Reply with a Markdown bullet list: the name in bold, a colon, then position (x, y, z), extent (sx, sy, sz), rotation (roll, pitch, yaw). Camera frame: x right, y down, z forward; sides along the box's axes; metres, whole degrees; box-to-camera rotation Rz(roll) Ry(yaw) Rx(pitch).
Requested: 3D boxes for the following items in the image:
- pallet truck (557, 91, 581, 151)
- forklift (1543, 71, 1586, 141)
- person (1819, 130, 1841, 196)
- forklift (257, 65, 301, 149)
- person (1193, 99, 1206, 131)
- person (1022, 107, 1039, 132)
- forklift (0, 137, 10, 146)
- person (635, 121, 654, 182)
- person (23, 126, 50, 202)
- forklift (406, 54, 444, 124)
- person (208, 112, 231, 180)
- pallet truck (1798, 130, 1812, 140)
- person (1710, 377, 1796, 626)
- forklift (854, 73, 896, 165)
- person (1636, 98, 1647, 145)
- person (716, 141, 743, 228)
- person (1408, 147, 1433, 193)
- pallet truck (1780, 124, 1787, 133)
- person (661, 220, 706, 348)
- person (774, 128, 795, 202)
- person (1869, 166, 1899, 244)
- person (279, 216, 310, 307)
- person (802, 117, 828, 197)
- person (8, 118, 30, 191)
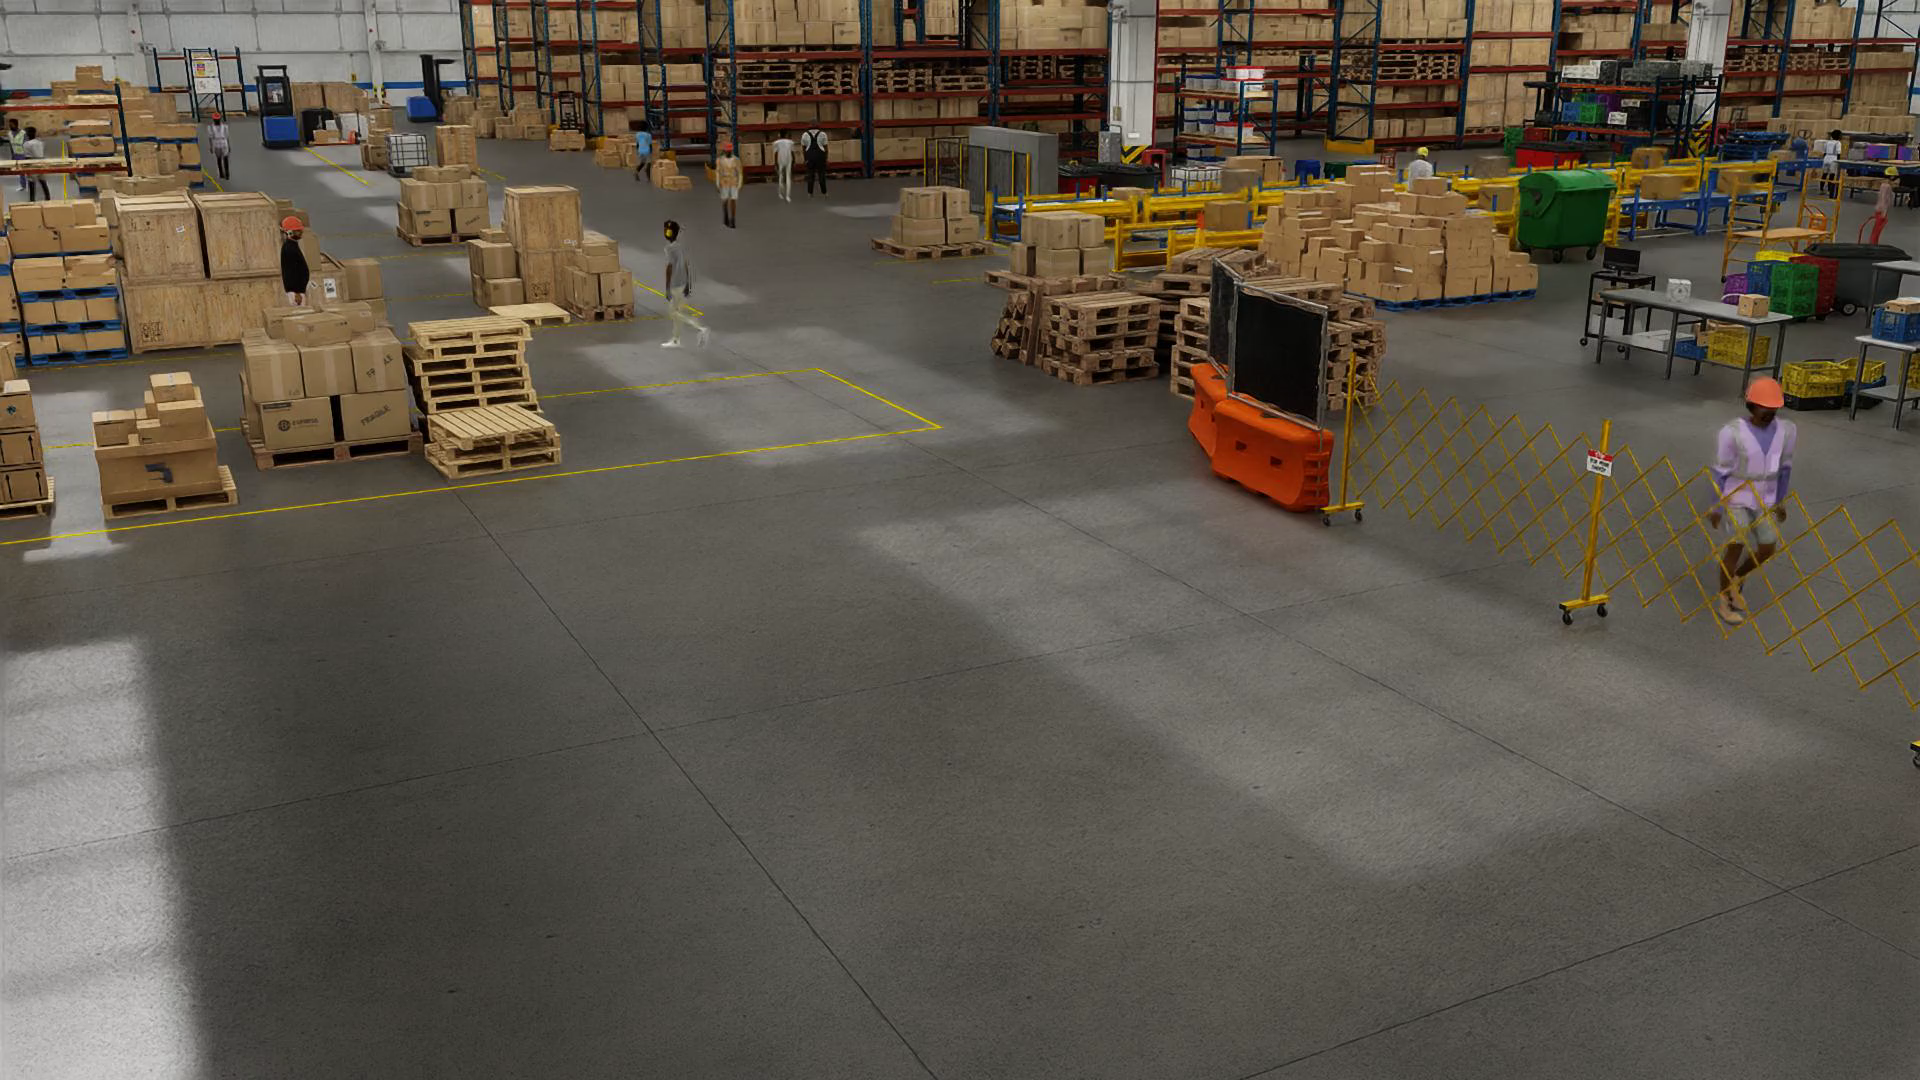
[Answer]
- **pallet truck**: position (-13.495, -14.412, 57.188), extent (0.823, 1.965, 1.885), rotation (-3, 18, -9)
- **forklift**: position (18.685, -13.231, 52.085), extent (1.873, 2.768, 1.129), rotation (-9, 20, -26)
- **person**: position (22.790, -9.864, 43.501), extent (0.320, 1.692, 0.531), rotation (-7, 19, -20)
- **forklift**: position (-23.798, -15.108, 57.934), extent (1.129, 2.768, 1.873), rotation (-9, 20, -26)
- **person**: position (8.734, -15.357, 60.728), extent (0.511, 1.625, 0.408), rotation (1, 18, 3)
- **person**: position (2.261, -13.087, 53.542), extent (0.540, 1.695, 0.317), rotation (6, 19, 18)
- **forklift**: position (-34.698, -15.445, 58.987), extent (1.873, 2.768, 1.129), rotation (4, 18, 12)
- **person**: position (-8.881, -10.891, 46.719), extent (0.541, 1.686, 0.468), rotation (10, 20, 28)
- **person**: position (-22.838, -9.217, 41.065), extent (0.444, 1.957, 0.653), rotation (7, 19, 22)
- **forklift**: position (-22.481, -19.104, 70.392), extent (1.873, 2.768, 1.129), rotation (-9, 20, -26)
- **person**: position (-21.259, -11.330, 47.758), extent (0.557, 1.901, 0.957), rotation (-9, 20, -25)
- **pallet truck**: position (25.526, -11.556, 49.408), extent (1.630, 1.274, 0.653), rotation (-9, 20, -26)
- **person**: position (6.255, -0.305, 13.156), extent (0.638, 2.023, 0.447), rotation (-1, 18, -4)
- **forklift**: position (-2.284, -13.092, 51.651), extent (1.873, 2.768, 1.129), rotation (-9, 20, -26)
- **person**: position (22.373, -13.451, 54.332), extent (0.763, 1.913, 0.639), rotation (-3, 18, -9)
- **person**: position (-5.120, -7.907, 37.027), extent (0.570, 1.922, 0.404), rotation (-5, 18, -15)
- **person**: position (10.212, -7.833, 37.012), extent (0.896, 1.796, 0.589), rotation (-10, 21, -29)
- **pallet truck**: position (25.206, -12.542, 52.601), extent (1.601, 1.201, 0.680), rotation (0, 18, -2)
- **person**: position (-4.015, -3.650, 23.875), extent (0.664, 1.853, 0.534), rotation (5, 18, 15)
- **person**: position (-4.456, -9.545, 42.317), extent (0.534, 1.816, 0.997), rotation (-2, 18, -7)
- **person**: position (18.208, -6.463, 32.780), extent (0.331, 1.768, 0.527), rotation (9, 20, 25)
- **person**: position (-9.217, -3.497, 23.161), extent (0.379, 1.996, 0.611), rotation (-5, 19, -16)
- **person**: position (-3.739, -9.927, 43.134), extent (0.682, 2.000, 0.537), rotation (1, 18, 2)
- **person**: position (-25.127, -10.305, 44.513), extent (0.597, 1.915, 0.370), rotation (5, 18, 15)
